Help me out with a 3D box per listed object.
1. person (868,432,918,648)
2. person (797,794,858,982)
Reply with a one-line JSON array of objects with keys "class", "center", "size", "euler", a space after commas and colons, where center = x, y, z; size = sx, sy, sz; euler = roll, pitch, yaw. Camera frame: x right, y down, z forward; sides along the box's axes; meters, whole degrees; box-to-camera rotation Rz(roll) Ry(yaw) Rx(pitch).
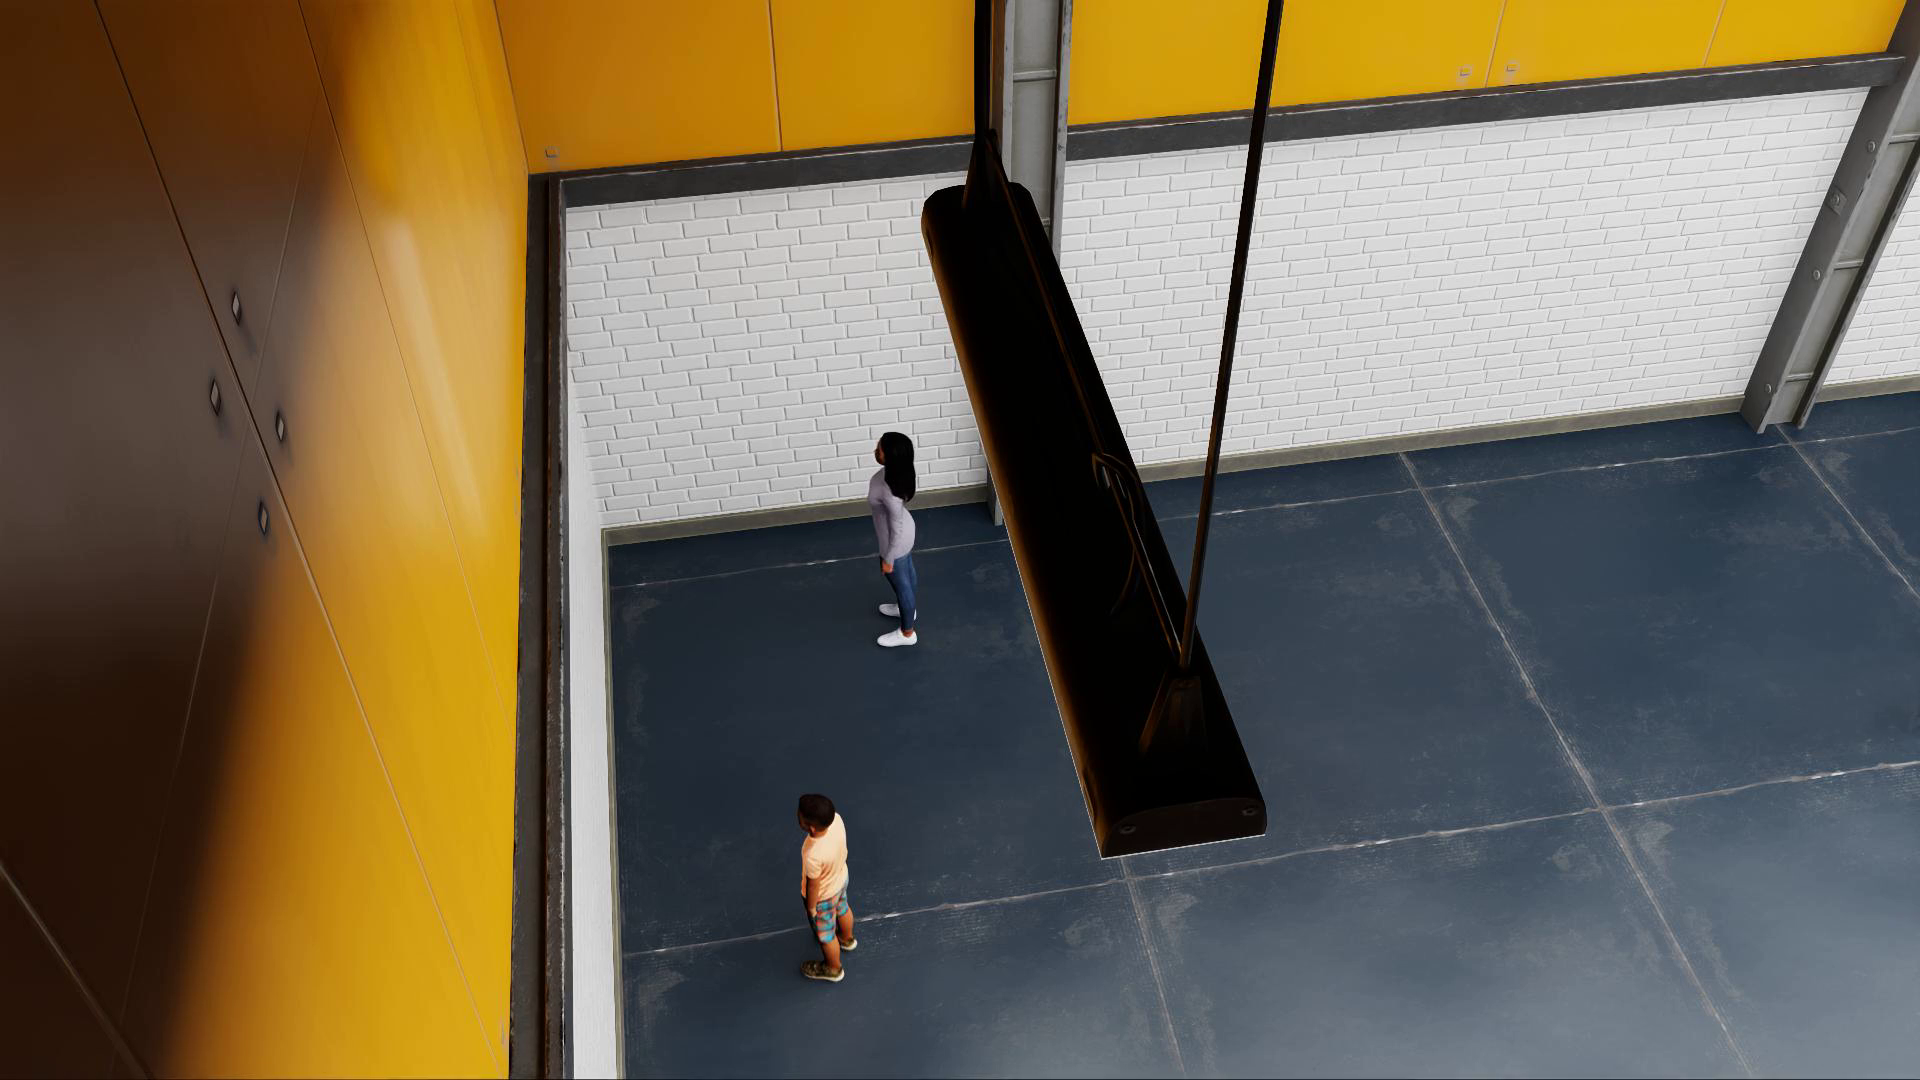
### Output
[{"class": "person", "center": [-0.397, -0.013, 10.734], "size": [0.608, 1.735, 0.660], "euler": [3, 44, 3]}, {"class": "person", "center": [-0.717, 1.850, 8.980], "size": [0.620, 1.458, 0.589], "euler": [15, 46, 16]}]
